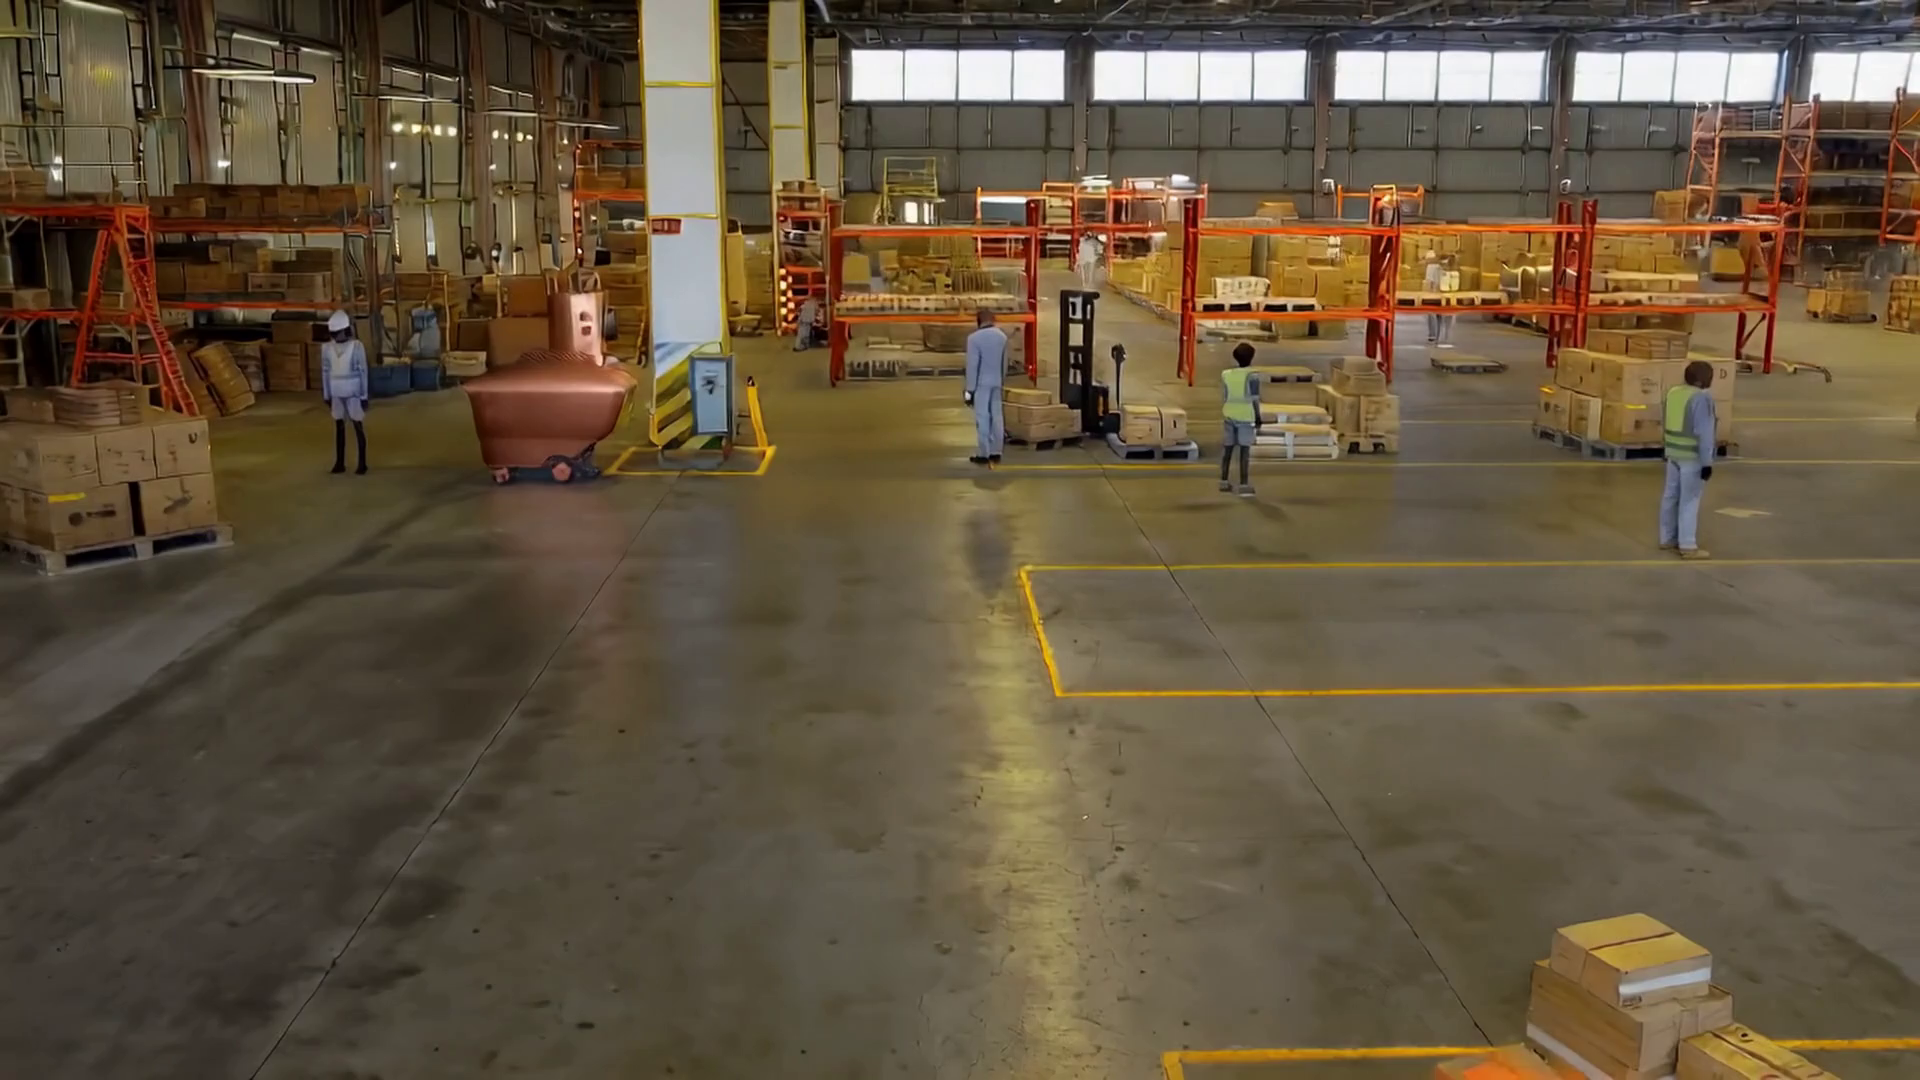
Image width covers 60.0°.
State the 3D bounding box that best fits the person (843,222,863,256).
[{"bbox_3d":[-3.483,-9.403,54.374,0.658,1.910,0.819,-6,14,-25],"label":"person"}]

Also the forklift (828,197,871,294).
[{"bbox_3d":[-3.562,-8.625,48.665,1.873,2.768,1.129,0,12,-2],"label":"forklift"}]

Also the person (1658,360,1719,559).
[{"bbox_3d":[6.800,-0.753,15.499,0.430,1.838,0.619,-3,13,-12],"label":"person"}]

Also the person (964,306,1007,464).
[{"bbox_3d":[0.310,-1.900,20.445,0.635,1.937,0.354,-12,17,-43],"label":"person"}]

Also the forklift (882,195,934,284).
[{"bbox_3d":[-1.507,-9.369,52.021,1.129,2.768,1.873,-10,16,-38],"label":"forklift"}]

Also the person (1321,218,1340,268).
[{"bbox_3d":[13.203,-10.445,59.064,0.577,1.925,0.547,-5,13,-22],"label":"person"}]

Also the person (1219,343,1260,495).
[{"bbox_3d":[3.118,-1.350,18.536,0.321,1.693,0.535,-11,17,-41],"label":"person"}]

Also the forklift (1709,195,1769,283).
[{"bbox_3d":[25.270,-9.709,53.555,1.873,2.768,1.129,6,14,25],"label":"forklift"}]

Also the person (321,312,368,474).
[{"bbox_3d":[-7.304,-1.742,19.754,0.542,1.928,0.375,0,12,1],"label":"person"}]

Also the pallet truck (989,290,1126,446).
[{"bbox_3d":[1.257,-2.299,22.111,1.885,1.965,0.823,-9,15,-35],"label":"pallet truck"}]

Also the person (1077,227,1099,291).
[{"bbox_3d":[3.872,-8.514,50.366,0.636,1.920,0.642,1,13,7],"label":"person"}]

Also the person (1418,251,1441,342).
[{"bbox_3d":[9.928,-5.137,35.119,0.396,1.919,0.581,7,14,29],"label":"person"}]

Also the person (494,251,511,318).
[{"bbox_3d":[-11.259,-6.262,40.841,0.313,1.634,0.514,-10,16,-39],"label":"person"}]

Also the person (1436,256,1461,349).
[{"bbox_3d":[9.945,-4.819,33.780,0.355,1.876,0.574,-4,13,-19],"label":"person"}]
